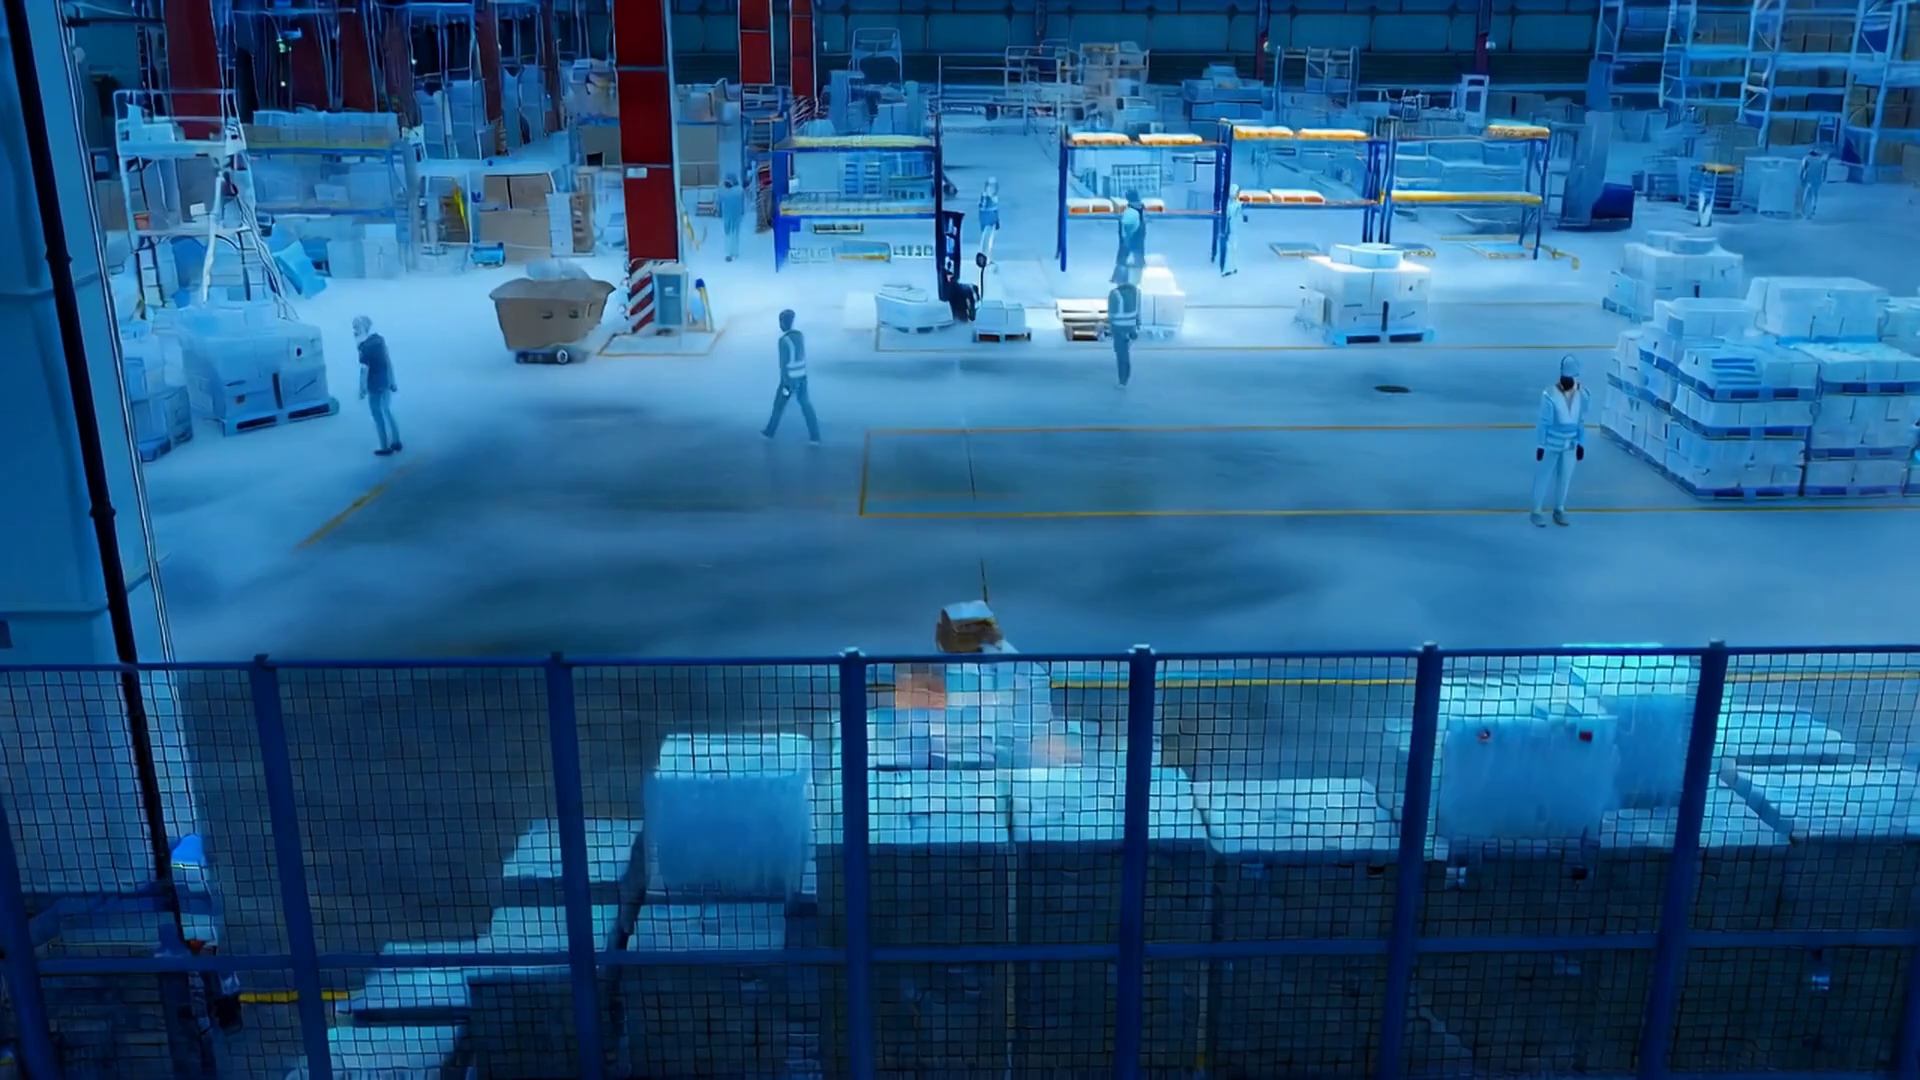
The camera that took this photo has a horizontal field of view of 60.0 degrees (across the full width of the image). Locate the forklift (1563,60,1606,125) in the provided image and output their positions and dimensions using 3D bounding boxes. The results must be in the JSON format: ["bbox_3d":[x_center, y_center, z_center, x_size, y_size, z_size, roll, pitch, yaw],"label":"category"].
[{"bbox_3d":[25.219,-17.652,66.238,1.873,2.768,1.129,0,19,-1],"label":"forklift"}]

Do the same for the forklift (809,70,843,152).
[{"bbox_3d":[-4.390,-15.230,59.051,1.873,2.768,1.129,1,19,3],"label":"forklift"}]

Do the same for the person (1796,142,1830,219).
[{"bbox_3d":[21.935,-9.255,42.778,0.631,1.940,0.372,15,23,37],"label":"person"}]

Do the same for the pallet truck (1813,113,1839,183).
[{"bbox_3d":[26.403,-11.957,50.702,0.823,1.965,1.885,6,19,16],"label":"pallet truck"}]

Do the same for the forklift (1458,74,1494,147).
[{"bbox_3d":[17.489,-14.478,56.822,1.129,2.768,1.873,-1,19,-1],"label":"forklift"}]

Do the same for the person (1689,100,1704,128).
[{"bbox_3d":[26.862,-15.192,60.764,0.536,1.697,0.318,-1,19,-2],"label":"person"}]

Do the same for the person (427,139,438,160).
[{"bbox_3d":[-14.586,-10.257,46.122,0.322,1.696,0.536,-11,21,-29],"label":"person"}]

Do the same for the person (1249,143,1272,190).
[{"bbox_3d":[8.609,-10.860,47.699,0.652,1.838,0.463,12,22,32],"label":"person"}]

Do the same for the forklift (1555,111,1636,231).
[{"bbox_3d":[15.470,-9.016,40.617,1.873,2.768,1.129,-1,19,-2],"label":"forklift"}]

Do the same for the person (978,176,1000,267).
[{"bbox_3d":[0.637,-6.821,35.589,0.381,1.918,0.585,16,25,40],"label":"person"}]

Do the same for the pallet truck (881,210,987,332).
[{"bbox_3d":[-0.493,-4.759,29.349,1.885,1.965,0.823,-13,23,-34],"label":"pallet truck"}]

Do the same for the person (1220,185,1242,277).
[{"bbox_3d":[5.610,-6.367,34.315,0.328,1.873,0.519,11,21,29],"label":"person"}]

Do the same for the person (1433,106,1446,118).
[{"bbox_3d":[16.721,-14.384,58.400,0.555,1.663,0.771,-7,20,-19],"label":"person"}]

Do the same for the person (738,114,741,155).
[{"bbox_3d":[-7.311,-13.804,56.289,0.371,1.925,0.595,0,19,-1],"label":"person"}]

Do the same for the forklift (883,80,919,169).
[{"bbox_3d":[-1.527,-13.236,53.138,1.873,2.768,1.129,-1,19,-1],"label":"forklift"}]

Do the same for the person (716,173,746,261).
[{"bbox_3d":[-4.985,-7.040,36.295,0.633,1.884,1.015,-2,19,-6],"label":"person"}]

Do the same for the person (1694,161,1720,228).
[{"bbox_3d":[18.480,-8.550,41.147,0.522,1.640,0.306,1,19,3],"label":"person"}]

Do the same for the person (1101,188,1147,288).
[{"bbox_3d":[3.328,-5.981,32.908,0.985,2.000,0.708,15,24,37],"label":"person"}]

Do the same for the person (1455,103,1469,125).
[{"bbox_3d":[17.120,-14.059,57.097,0.567,1.890,0.958,-6,20,-18],"label":"person"}]

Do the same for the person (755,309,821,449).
[{"bbox_3d":[-2.240,-2.108,21.735,1.003,1.827,0.602,10,21,27],"label":"person"}]

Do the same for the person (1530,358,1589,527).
[{"bbox_3d":[6.688,-1.084,18.547,0.601,1.940,0.413,-4,19,-12],"label":"person"}]

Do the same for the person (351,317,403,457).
[{"bbox_3d":[-7.484,-1.963,21.315,0.402,1.832,0.600,7,20,20],"label":"person"}]

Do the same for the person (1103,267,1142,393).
[{"bbox_3d":[2.385,-3.136,24.729,0.615,1.867,0.526,-12,22,-32],"label":"person"}]

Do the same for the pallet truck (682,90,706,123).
[{"bbox_3d":[-9.671,-15.907,62.421,0.823,1.965,1.885,5,19,15],"label":"pallet truck"}]
